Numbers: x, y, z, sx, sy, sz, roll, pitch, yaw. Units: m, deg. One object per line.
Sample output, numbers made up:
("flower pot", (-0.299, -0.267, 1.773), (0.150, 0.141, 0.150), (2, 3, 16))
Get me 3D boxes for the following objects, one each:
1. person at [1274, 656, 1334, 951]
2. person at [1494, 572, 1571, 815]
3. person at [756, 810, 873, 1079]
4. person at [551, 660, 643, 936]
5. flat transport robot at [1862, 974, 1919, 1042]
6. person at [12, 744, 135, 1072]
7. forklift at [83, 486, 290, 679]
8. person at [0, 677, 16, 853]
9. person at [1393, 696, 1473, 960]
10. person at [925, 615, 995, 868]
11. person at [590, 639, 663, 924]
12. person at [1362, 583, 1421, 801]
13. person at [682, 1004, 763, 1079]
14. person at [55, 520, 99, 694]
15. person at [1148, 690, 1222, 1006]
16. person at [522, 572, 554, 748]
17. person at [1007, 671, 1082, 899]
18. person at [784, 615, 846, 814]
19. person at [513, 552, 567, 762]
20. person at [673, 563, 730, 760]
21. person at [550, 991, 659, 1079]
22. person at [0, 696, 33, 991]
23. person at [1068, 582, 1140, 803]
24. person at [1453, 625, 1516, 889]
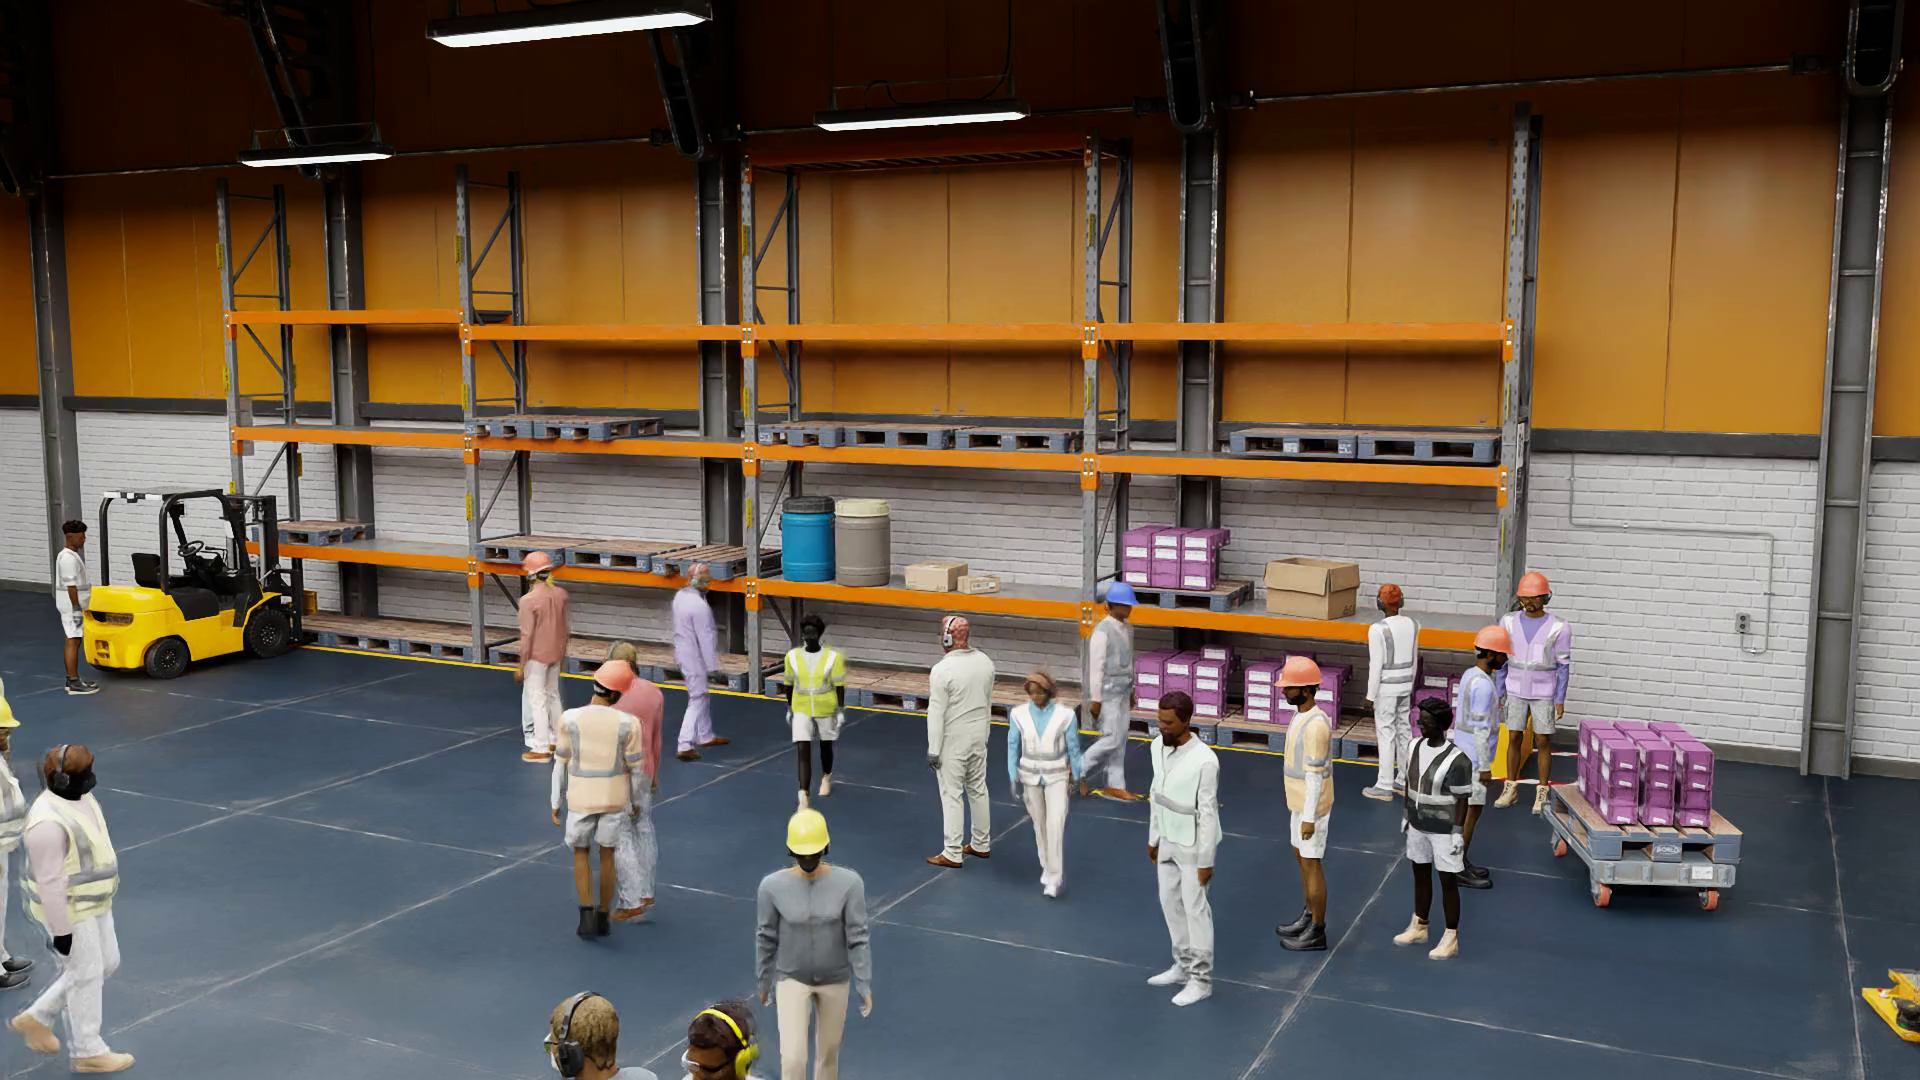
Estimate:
("person", (2.238, 1.715, 10.875), (0.388, 1.929, 0.539), (0, 7, -2))
("person", (4.795, 1.279, 13.982), (0.607, 2.044, 0.377), (5, 8, 35))
("person", (-0.696, 2.150, 7.995), (0.542, 1.741, 0.658), (-1, 7, -11))
("person", (-2.402, 1.718, 11.021), (0.599, 1.890, 0.446), (-2, 7, -13))
("flat transport robot", (6.045, 2.699, 9.508), (1.431, 0.197, 0.652), (1, 7, 10))
("person", (-4.828, 1.990, 8.992), (0.542, 1.823, 0.644), (-1, 7, -11))
("forklift", (-9.426, 0.454, 20.179), (1.214, 2.155, 2.313), (3, 8, 26))
("person", (-7.564, 1.566, 12.741), (0.532, 1.767, 0.328), (-2, 7, -13))
("person", (3.057, 1.843, 10.732), (0.320, 1.695, 0.538), (-4, 8, -29))
("person", (-0.026, 1.517, 12.618), (0.397, 1.902, 0.660), (6, 9, 41))
("person", (-2.292, 1.645, 11.427), (0.407, 1.944, 0.634), (4, 8, 31))
("person", (3.723, 1.309, 14.385), (0.575, 1.883, 0.362), (-5, 8, -33))
("person", (-0.714, 2.405, 5.792), (0.539, 1.789, 1.107), (5, 8, 35))
("person", (-9.955, 0.748, 18.702), (0.374, 1.960, 0.600), (-4, 8, -31))
("person", (1.351, 1.831, 10.014), (0.401, 1.907, 0.589), (-4, 8, -27))
("person", (-4.078, 1.154, 16.271), (0.312, 1.737, 0.483), (4, 8, 31))
("person", (0.588, 1.748, 11.896), (0.513, 1.598, 0.858), (2, 7, 14))
("person", (-1.235, 1.449, 14.192), (0.540, 1.652, 0.857), (0, 7, 2))
("person", (-3.974, 1.109, 15.707), (0.442, 1.993, 0.627), (3, 8, 25))
("person", (-2.497, 1.140, 15.914), (0.675, 1.872, 0.697), (-4, 8, -29))
("person", (-1.149, 2.387, 5.317), (0.382, 1.928, 0.635), (2, 7, 19))
("person", (-5.933, 1.849, 10.190), (0.403, 1.821, 0.602), (-4, 8, -29))
("person", (1.272, 1.304, 14.238), (0.568, 1.932, 0.627), (4, 8, 28))
("person", (3.802, 1.570, 12.108), (0.418, 1.920, 0.541), (1, 7, 12))
